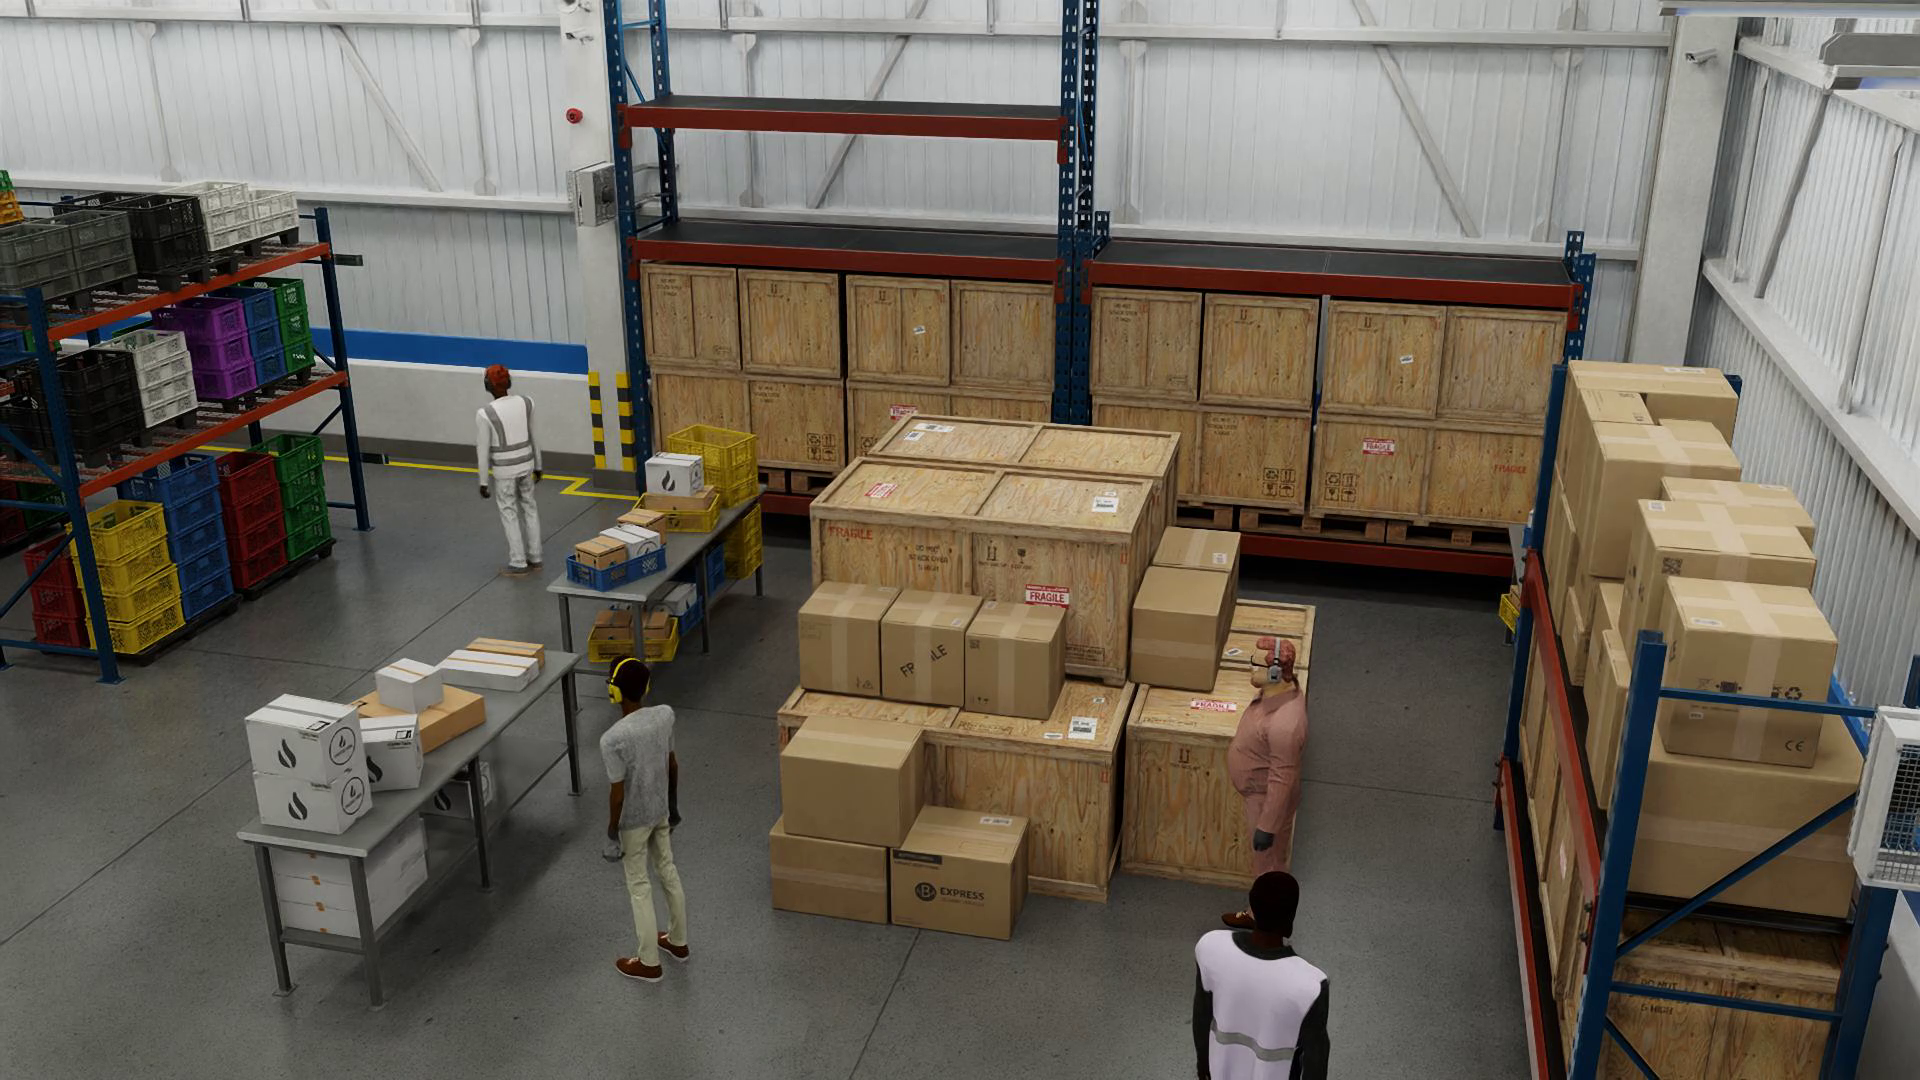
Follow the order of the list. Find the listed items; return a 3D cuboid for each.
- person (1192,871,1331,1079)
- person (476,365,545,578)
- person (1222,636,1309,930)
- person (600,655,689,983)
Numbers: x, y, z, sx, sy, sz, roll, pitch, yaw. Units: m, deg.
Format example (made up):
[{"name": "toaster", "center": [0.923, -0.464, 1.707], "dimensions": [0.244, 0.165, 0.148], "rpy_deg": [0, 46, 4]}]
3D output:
[{"name": "person", "center": [1.232, 2.227, 6.890], "dimensions": [0.593, 1.919, 0.388], "rpy_deg": [14, 25, 32]}, {"name": "person", "center": [-3.878, -0.594, 14.345], "dimensions": [0.382, 1.874, 0.587], "rpy_deg": [17, 27, 37]}, {"name": "person", "center": [1.650, 1.406, 9.055], "dimensions": [0.406, 1.909, 0.639], "rpy_deg": [3, 21, 7]}, {"name": "person", "center": [-1.704, 1.487, 8.896], "dimensions": [0.309, 1.868, 0.535], "rpy_deg": [14, 25, 33]}]
